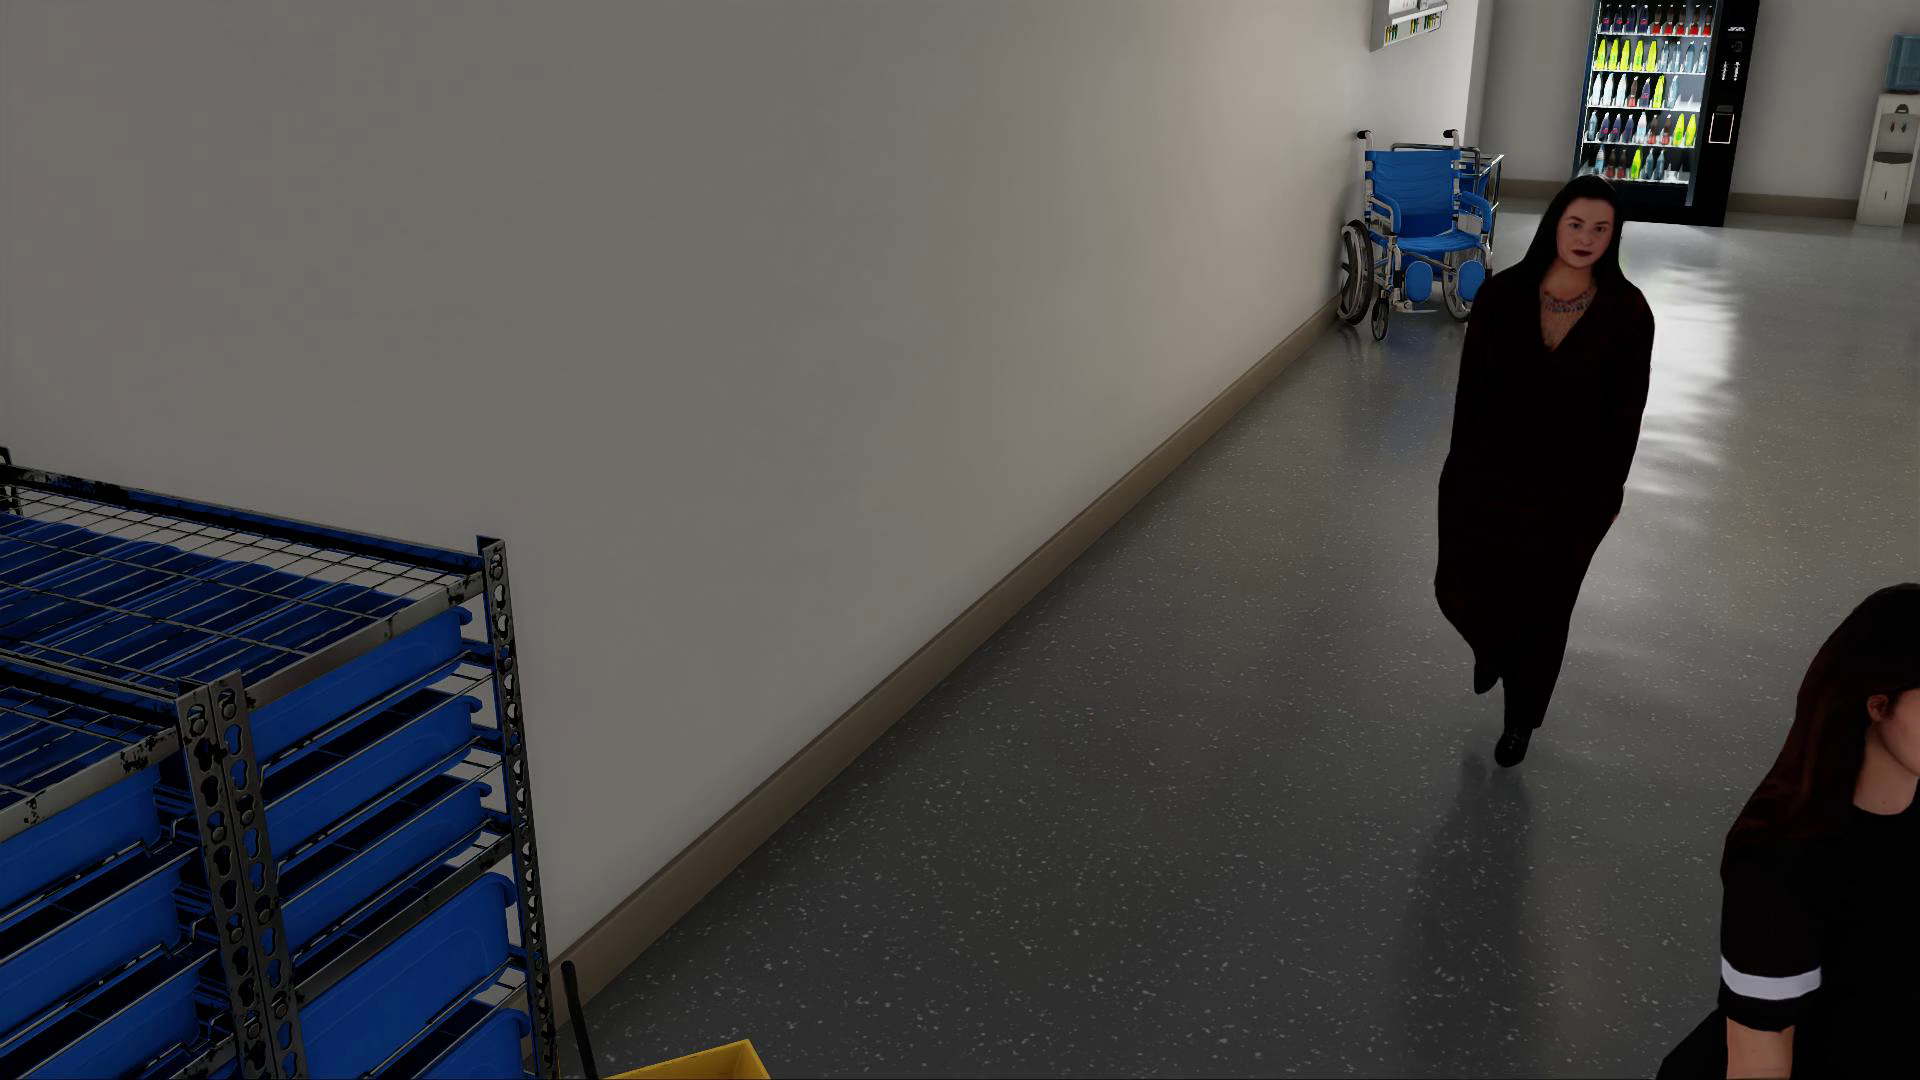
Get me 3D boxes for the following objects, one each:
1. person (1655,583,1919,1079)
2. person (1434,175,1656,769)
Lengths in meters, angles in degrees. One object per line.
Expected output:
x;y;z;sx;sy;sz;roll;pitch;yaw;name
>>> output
1.161;0.810;2.348;0.692;1.639;0.707;-18;27;-38;person
1.683;-0.187;4.844;0.670;1.737;0.736;10;23;25;person
